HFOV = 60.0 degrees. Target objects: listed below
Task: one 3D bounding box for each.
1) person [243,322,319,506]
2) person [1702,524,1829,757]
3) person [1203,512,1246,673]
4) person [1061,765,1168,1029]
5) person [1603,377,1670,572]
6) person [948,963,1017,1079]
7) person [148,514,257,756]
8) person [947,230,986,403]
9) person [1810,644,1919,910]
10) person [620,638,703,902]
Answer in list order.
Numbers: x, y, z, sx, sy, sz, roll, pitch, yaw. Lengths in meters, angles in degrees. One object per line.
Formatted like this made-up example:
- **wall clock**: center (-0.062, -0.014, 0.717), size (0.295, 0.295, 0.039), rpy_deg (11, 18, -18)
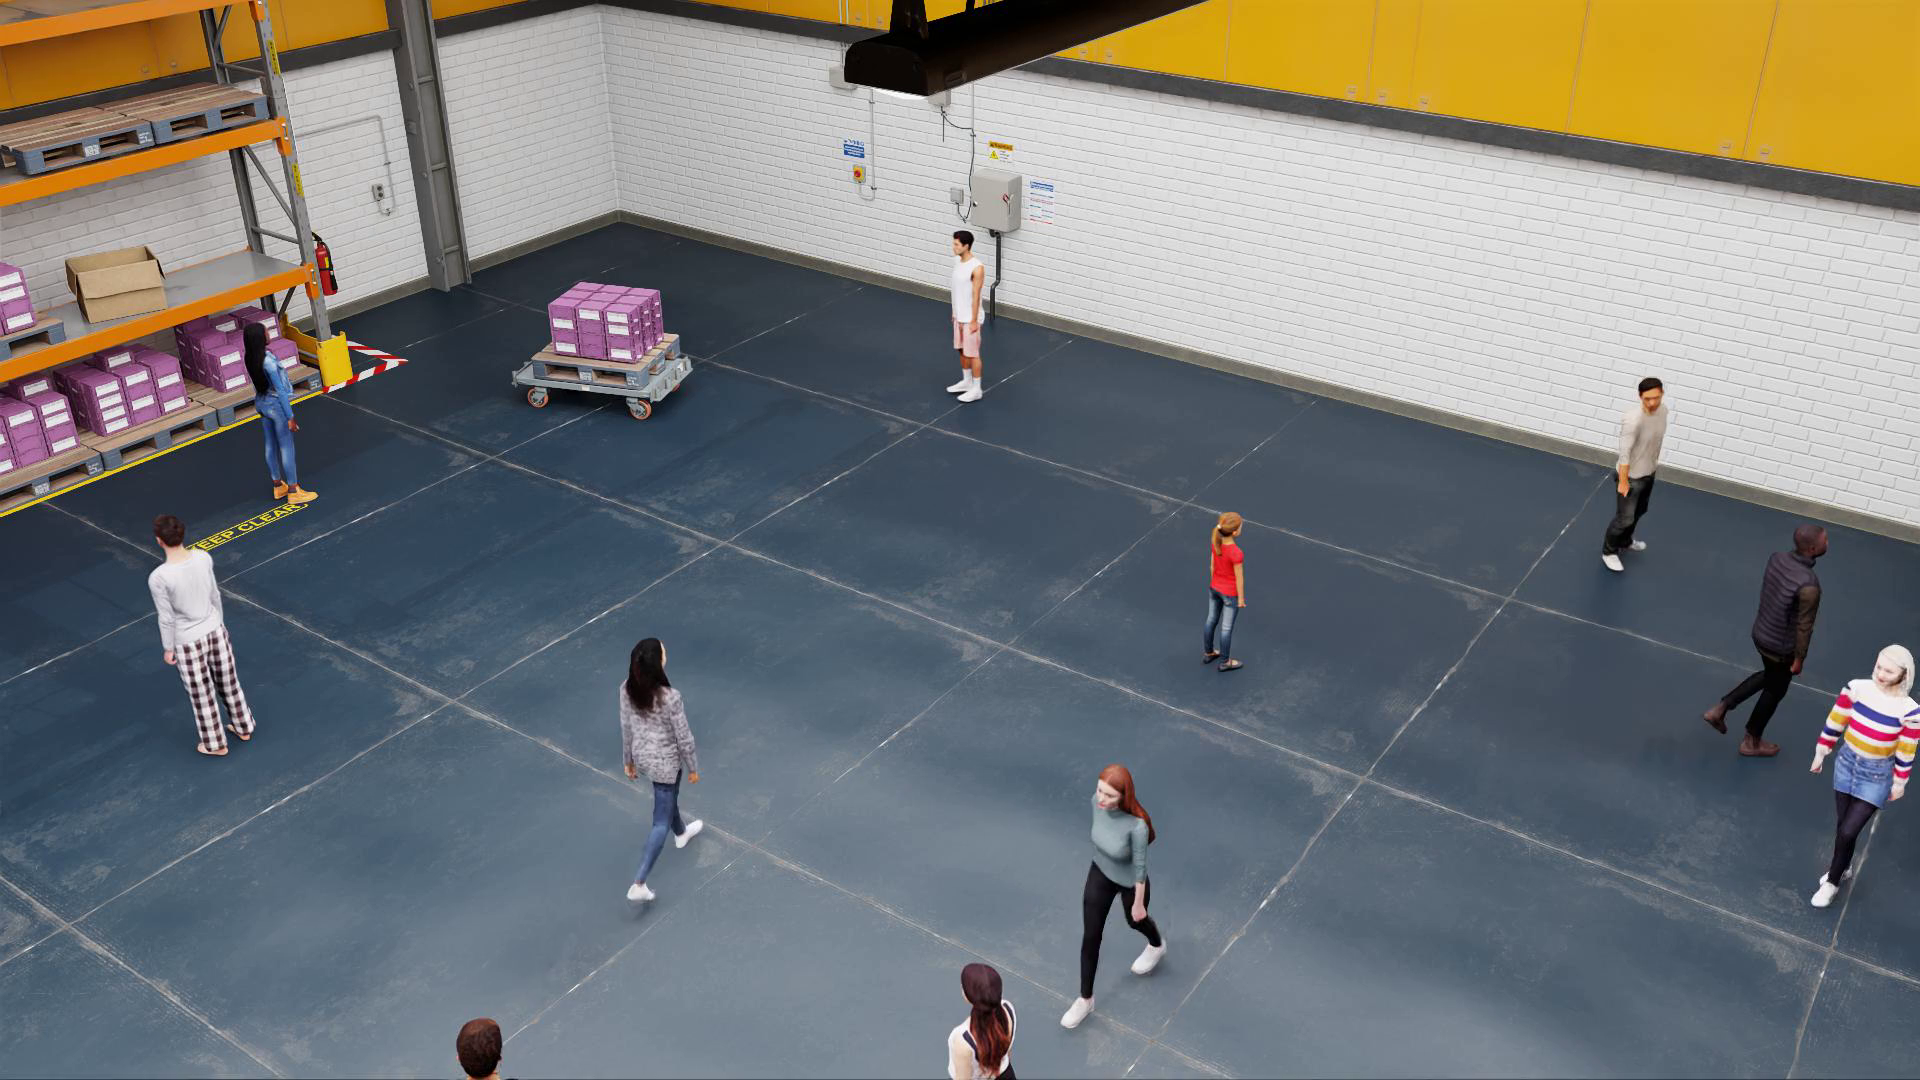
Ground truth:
- **person**: center (-6.156, -1.143, 14.917), size (0.610, 1.713, 0.518), rpy_deg (21, 35, 33)
- **person**: center (5.537, 0.698, 11.420), size (0.961, 1.828, 0.905), rpy_deg (0, 29, 0)
- **person**: center (1.993, 0.379, 12.547), size (0.580, 1.311, 0.540), rpy_deg (-19, 34, -30)
- **person**: center (0.943, 1.913, 9.334), size (1.154, 1.693, 0.753), rpy_deg (-23, 36, -35)
- **person**: center (5.592, -0.570, 13.809), size (0.980, 1.768, 0.644), rpy_deg (21, 35, 34)
- **person**: center (0.122, 2.688, 7.964), size (0.615, 1.646, 0.483), rpy_deg (22, 35, 34)
- **person**: center (-5.258, 0.654, 11.481), size (0.688, 1.847, 0.476), rpy_deg (17, 33, 28)
- **person**: center (0.096, -2.299, 16.966), size (0.732, 1.780, 0.735), rpy_deg (-14, 32, -25)
- **person**: center (5.580, 1.401, 10.172), size (0.879, 1.790, 0.812), rpy_deg (-17, 33, -29)
- **person**: center (-1.902, 1.424, 10.230), size (0.780, 1.695, 1.214), rpy_deg (13, 31, 22)
